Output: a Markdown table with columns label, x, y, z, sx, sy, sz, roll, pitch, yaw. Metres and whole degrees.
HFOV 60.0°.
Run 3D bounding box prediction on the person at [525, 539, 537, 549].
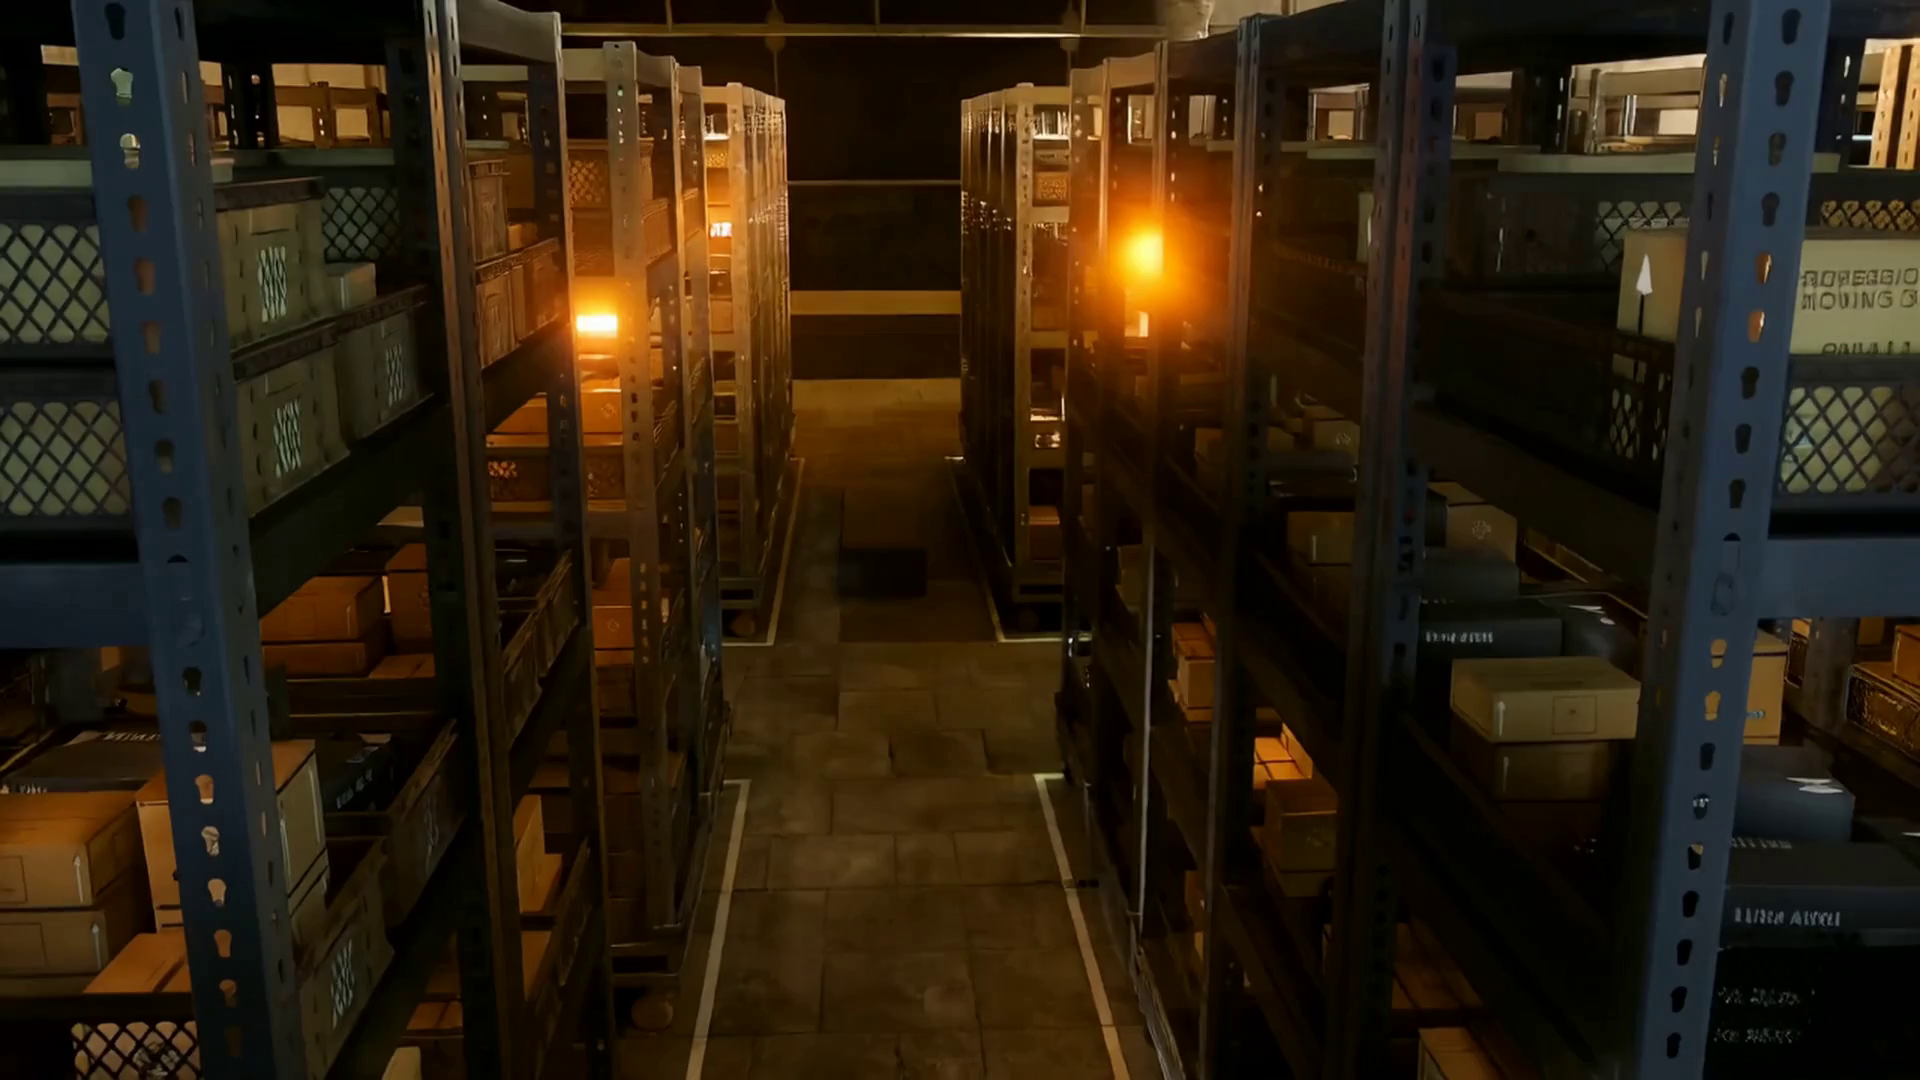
| label | x | y | z | sx | sy | sz | roll | pitch | yaw |
| --- | --- | --- | --- | --- | --- | --- | --- | --- | --- |
| person | -2.654 | -0.208 | 10.477 | 0.387 | 1.992 | 0.626 | -1 | 14 | -4 |
